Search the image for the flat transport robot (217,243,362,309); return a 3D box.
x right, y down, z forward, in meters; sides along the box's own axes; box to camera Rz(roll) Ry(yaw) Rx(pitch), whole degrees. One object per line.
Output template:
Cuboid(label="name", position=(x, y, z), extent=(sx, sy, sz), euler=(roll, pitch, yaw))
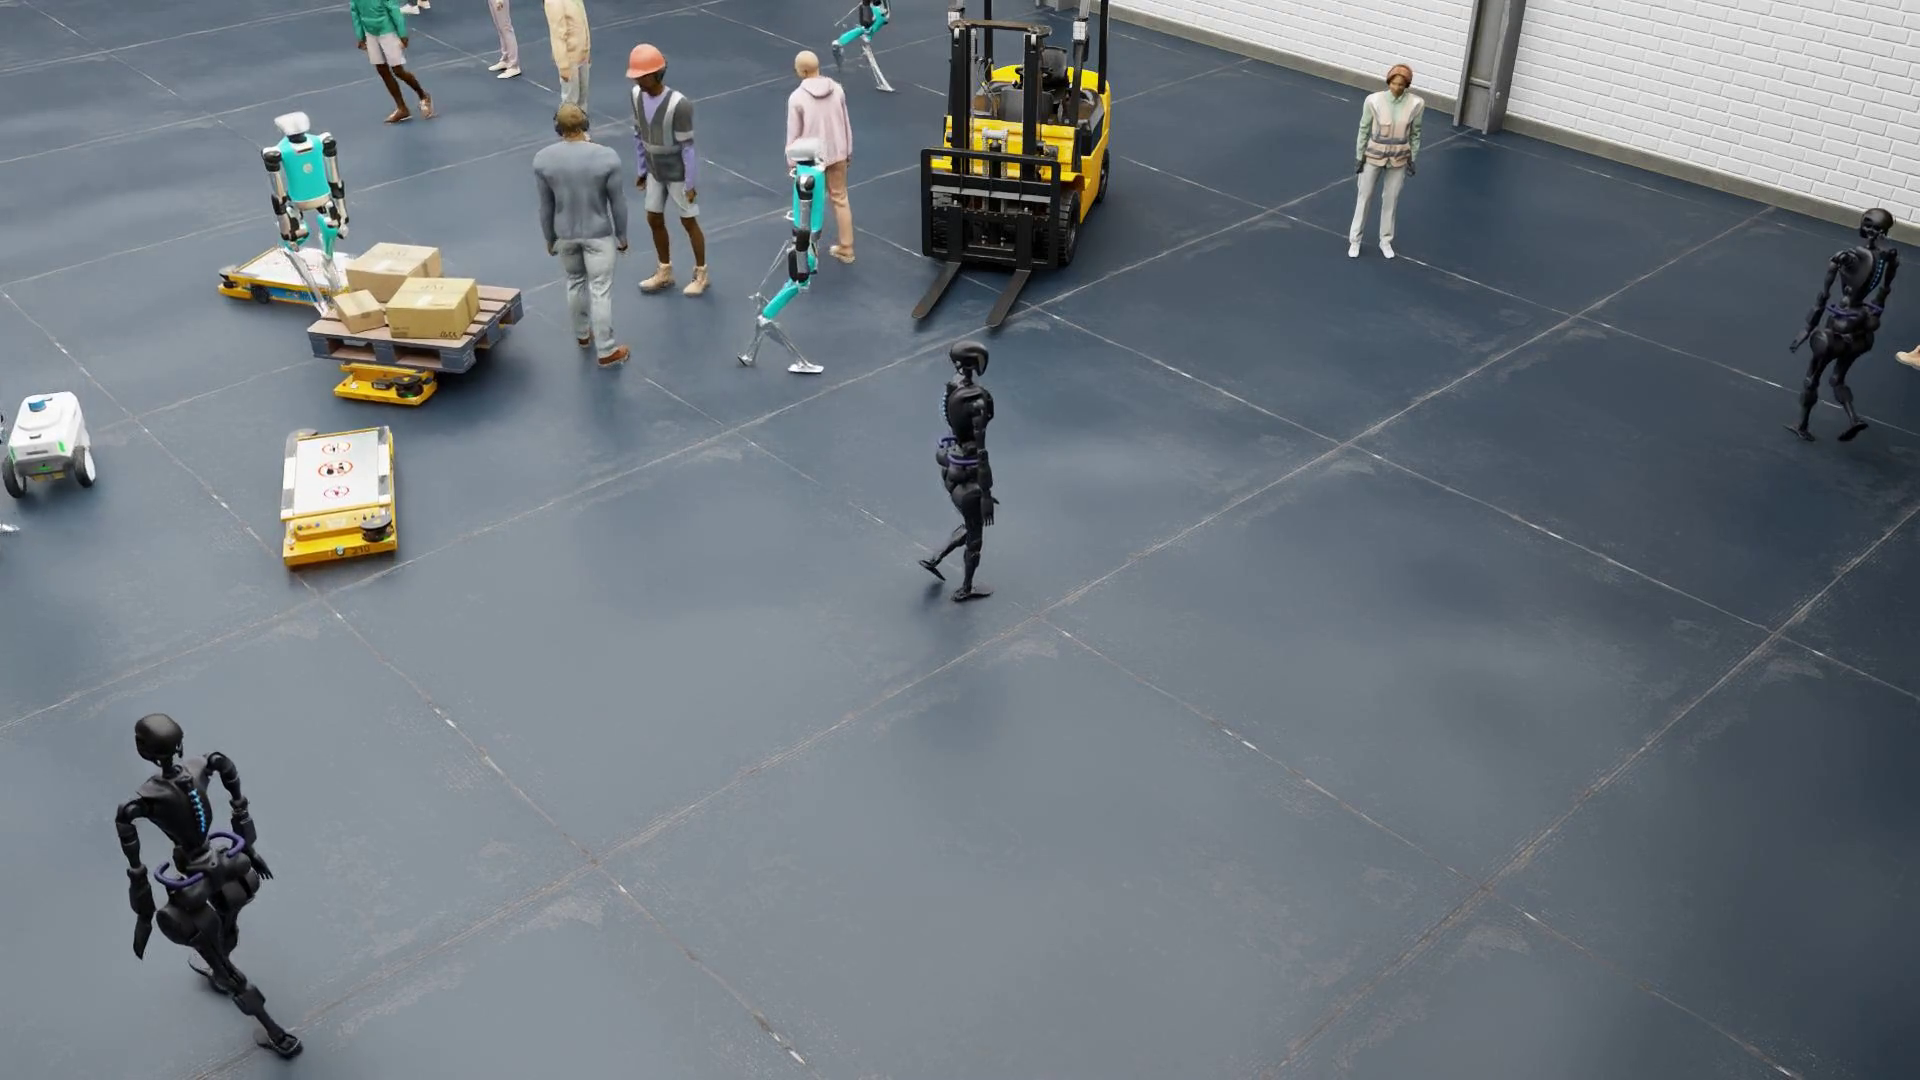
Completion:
Cuboid(label="flat transport robot", position=(-5.175, -2.093, 13.391), extent=(1.431, 0.231, 0.659), euler=(10, 34, 15))

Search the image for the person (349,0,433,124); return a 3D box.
Cuboid(label="person", position=(-5.724, -5.056, 16.526), extent=(0.551, 1.814, 0.597), euler=(16, 36, 23))

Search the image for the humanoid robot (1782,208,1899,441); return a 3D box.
Cuboid(label="humanoid robot", position=(5.884, -1.376, 11.007), extent=(0.589, 1.645, 0.471), euler=(-8, 34, -13))

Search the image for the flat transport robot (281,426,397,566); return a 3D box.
Cuboid(label="flat transport robot", position=(-3.978, -0.325, 10.673), extent=(0.659, 0.231, 1.431), euler=(-9, 34, -14))

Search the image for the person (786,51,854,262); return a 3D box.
Cuboid(label="person", position=(-1.126, -3.094, 13.553), extent=(0.589, 1.767, 0.472), euler=(-15, 36, -22))

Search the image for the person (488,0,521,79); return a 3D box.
Cuboid(label="person", position=(-4.990, -5.847, 17.792), extent=(0.326, 1.763, 0.523), euler=(-15, 36, -22))

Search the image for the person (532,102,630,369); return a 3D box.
Cuboid(label="person", position=(-2.718, -2.220, 12.097), extent=(0.635, 1.908, 0.665), euler=(1, 33, 2))

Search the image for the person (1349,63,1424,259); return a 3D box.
Cuboid(label="person", position=(3.510, -3.123, 13.714), extent=(0.514, 1.639, 0.309), euler=(2, 33, 3))

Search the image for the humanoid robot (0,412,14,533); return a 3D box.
Cuboid(label="humanoid robot", position=(-6.019, -0.637, 9.828), extent=(0.848, 1.793, 0.614), euler=(13, 35, 19))

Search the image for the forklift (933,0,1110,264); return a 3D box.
Cuboid(label="forklift", position=(0.570, -3.725, 14.138), extent=(1.214, 2.155, 2.313), euler=(9, 34, 13))

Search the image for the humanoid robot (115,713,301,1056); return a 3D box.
Cuboid(label="humanoid robot", position=(-3.128, 1.396, 6.781), extent=(0.771, 1.626, 0.615), euler=(17, 37, 25))

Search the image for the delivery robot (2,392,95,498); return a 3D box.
Cuboid(label="delivery robot", position=(-5.992, -0.668, 10.925), extent=(0.499, 0.580, 0.776), euler=(-10, 34, -15))

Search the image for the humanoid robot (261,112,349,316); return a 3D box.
Cuboid(label="humanoid robot", position=(-4.944, -2.403, 12.556), extent=(0.553, 1.806, 0.868), euler=(-24, 40, -32))

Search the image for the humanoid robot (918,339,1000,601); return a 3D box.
Cuboid(label="humanoid robot", position=(0.016, -0.378, 9.460), extent=(0.403, 1.643, 0.586), euler=(-10, 34, -15))

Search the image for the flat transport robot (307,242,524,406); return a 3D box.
Cuboid(label="flat transport robot", position=(-3.989, -1.423, 12.360), extent=(0.659, 0.231, 1.431), euler=(7, 34, 11))

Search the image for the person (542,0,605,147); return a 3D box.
Cuboid(label="person", position=(-3.676, -4.555, 15.703), extent=(0.391, 1.875, 0.565), euler=(7, 34, 11))

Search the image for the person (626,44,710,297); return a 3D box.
Cuboid(label="person", position=(-2.298, -2.860, 12.973), extent=(0.608, 2.022, 0.533), euler=(22, 39, 30))

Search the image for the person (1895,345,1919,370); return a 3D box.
Cuboid(label="person", position=(7.217, -2.030, 11.981), extent=(0.531, 1.698, 0.319), euler=(-9, 34, -14))

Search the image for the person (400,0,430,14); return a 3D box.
Cuboid(label="person", position=(-6.662, -7.255, 19.872), extent=(0.431, 1.859, 0.788), euler=(5, 33, 7))

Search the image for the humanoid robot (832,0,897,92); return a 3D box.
Cuboid(label="humanoid robot", position=(-1.100, -5.487, 17.290), extent=(0.890, 1.783, 0.563), euler=(15, 36, 21))

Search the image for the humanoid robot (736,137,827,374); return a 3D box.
Cuboid(label="humanoid robot", position=(-1.340, -1.968, 11.927), extent=(0.824, 1.862, 0.555), euler=(2, 33, 3))
